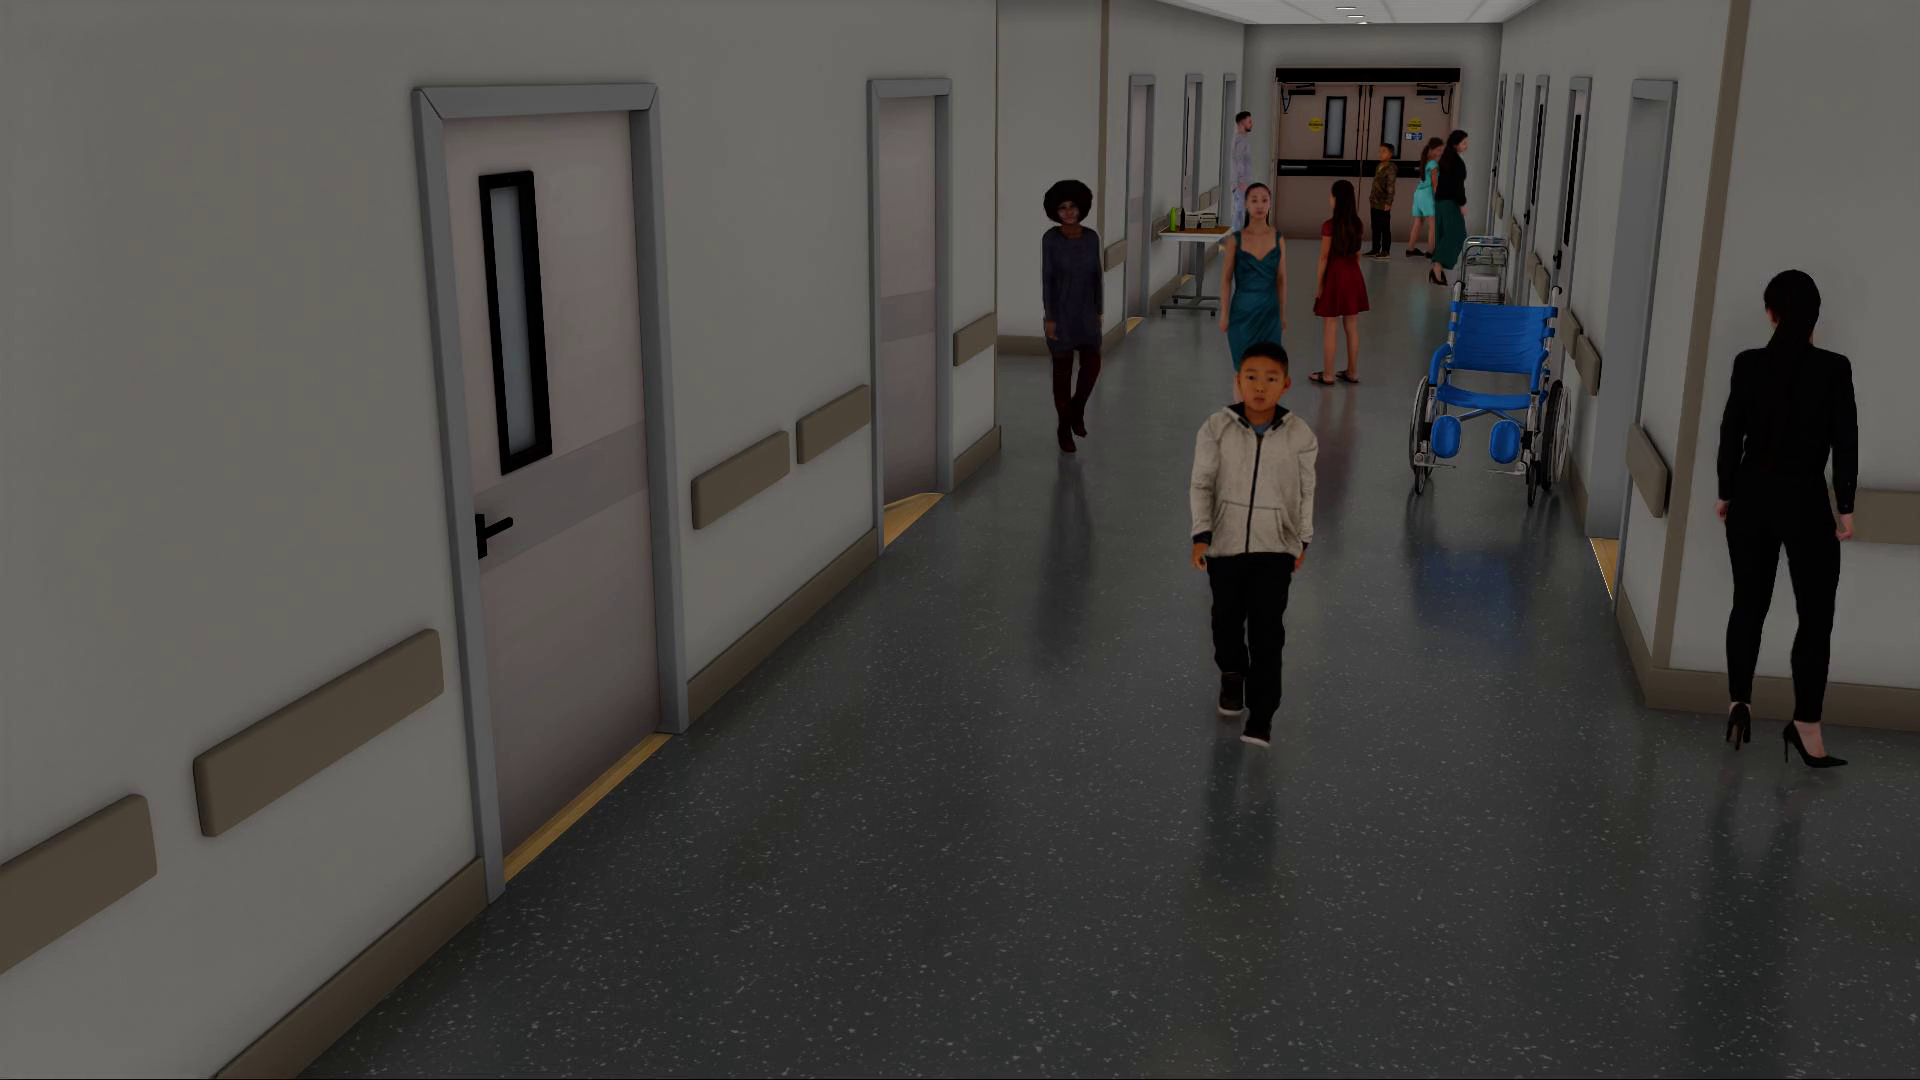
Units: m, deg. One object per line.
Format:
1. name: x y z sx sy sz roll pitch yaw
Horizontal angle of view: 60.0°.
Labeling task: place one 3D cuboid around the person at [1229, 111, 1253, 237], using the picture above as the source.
1. person: 3.761 -4.817 22.327 0.781 1.838 0.567 1 16 5

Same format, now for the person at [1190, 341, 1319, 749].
1. person: 1.044 0.000 6.005 0.618 1.424 0.933 3 16 12

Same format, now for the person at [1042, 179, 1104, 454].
1. person: 0.653 -1.401 10.467 0.730 1.700 0.792 -5 17 -18

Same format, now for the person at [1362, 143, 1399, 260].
1. person: 5.457 -4.384 21.494 0.747 1.456 0.667 -6 17 -19

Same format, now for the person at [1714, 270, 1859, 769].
1. person: 2.856 -0.058 5.718 0.799 1.692 0.779 -7 17 -23

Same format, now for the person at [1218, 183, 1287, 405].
1. person: 1.844 -1.387 10.483 0.695 1.663 0.902 1 16 3

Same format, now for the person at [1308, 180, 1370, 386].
1. person: 2.943 -1.993 12.846 0.686 1.548 0.745 -7 17 -22

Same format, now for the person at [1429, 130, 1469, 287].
1. person: 5.467 -3.709 18.618 0.911 1.719 0.806 -8 18 -27

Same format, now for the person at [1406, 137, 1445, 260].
1. person: 6.003 -4.387 21.363 0.764 1.533 0.686 -7 17 -23
